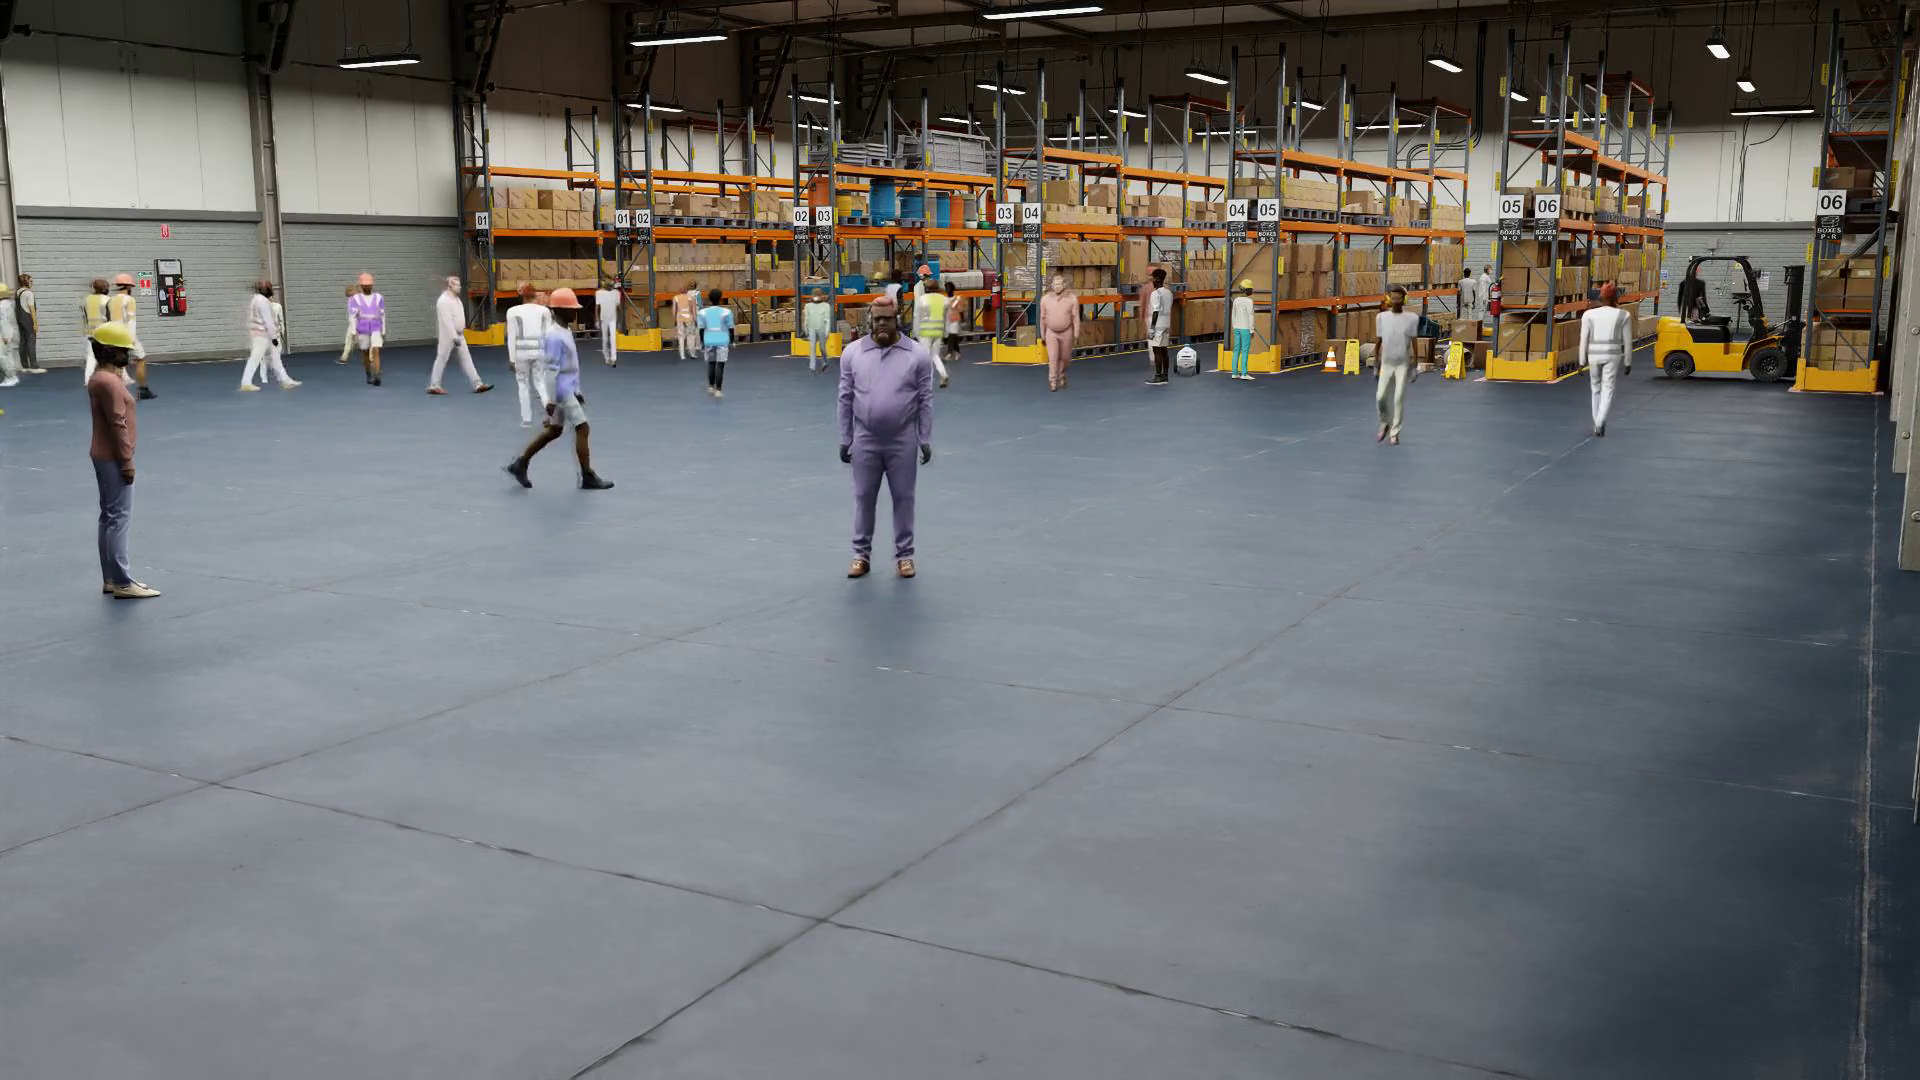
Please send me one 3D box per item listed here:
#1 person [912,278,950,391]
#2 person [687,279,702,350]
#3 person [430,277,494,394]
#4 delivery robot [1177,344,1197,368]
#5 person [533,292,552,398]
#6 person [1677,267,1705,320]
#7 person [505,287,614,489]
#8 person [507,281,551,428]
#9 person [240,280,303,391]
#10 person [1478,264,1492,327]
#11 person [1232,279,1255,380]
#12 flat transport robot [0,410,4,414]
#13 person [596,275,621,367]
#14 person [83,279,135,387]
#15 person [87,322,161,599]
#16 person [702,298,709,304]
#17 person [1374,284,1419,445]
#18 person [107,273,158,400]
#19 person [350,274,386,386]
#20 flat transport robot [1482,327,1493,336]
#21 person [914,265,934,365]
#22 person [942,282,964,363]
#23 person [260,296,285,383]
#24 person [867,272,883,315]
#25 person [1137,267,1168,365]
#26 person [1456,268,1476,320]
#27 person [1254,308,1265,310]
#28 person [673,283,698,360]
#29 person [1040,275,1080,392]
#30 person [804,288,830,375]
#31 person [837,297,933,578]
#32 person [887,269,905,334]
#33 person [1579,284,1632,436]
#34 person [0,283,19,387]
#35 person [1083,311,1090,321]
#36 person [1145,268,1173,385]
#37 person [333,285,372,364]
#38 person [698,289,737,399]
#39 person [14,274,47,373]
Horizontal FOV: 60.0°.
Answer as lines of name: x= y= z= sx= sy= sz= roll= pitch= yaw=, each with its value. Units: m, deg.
person: x=-0.477 y=-3.299 z=26.783 sx=0.630 sy=1.828 sz=0.475 roll=-7 pitch=12 yaw=-37
person: x=-6.178 y=-5.224 z=38.585 sx=0.517 sy=1.645 sz=0.308 roll=6 pitch=11 yaw=32
person: x=-7.926 y=-3.204 z=26.161 sx=1.016 sy=1.849 sz=0.656 roll=1 pitch=10 yaw=9
delivery robot: x=4.180 y=-3.369 z=30.632 sx=0.477 sy=0.478 sz=0.707 roll=2 pitch=10 yaw=9
person: x=-6.318 y=-2.944 z=25.271 sx=0.268 sy=1.631 sz=0.507 roll=-5 pitch=11 yaw=-28
person: x=18.026 y=-5.784 z=41.008 sx=0.611 sy=1.945 sz=1.045 roll=4 pitch=10 yaw=22
person: x=-3.775 y=-1.400 z=15.485 sx=0.952 sy=1.898 sz=0.541 roll=-1 pitch=10 yaw=-8
person: x=-5.383 y=-2.315 z=20.931 sx=0.582 sy=1.861 sz=0.752 roll=-6 pitch=12 yaw=-33
person: x=-11.281 y=-3.319 z=27.028 sx=0.974 sy=1.787 sz=0.647 roll=-5 pitch=11 yaw=-27
person: x=15.144 y=-6.973 z=47.967 sx=0.352 sy=1.936 sz=0.635 roll=4 pitch=10 yaw=22
person: x=5.016 y=-3.703 z=29.326 sx=0.326 sy=1.765 sz=0.533 roll=-5 pitch=11 yaw=-29
flat transport robot: x=-13.641 y=-1.731 z=22.150 sx=0.652 sy=0.197 sz=1.431 roll=7 pitch=12 yaw=37
person: x=-6.928 y=-4.320 z=32.806 sx=0.506 sy=1.821 sz=1.028 roll=-2 pitch=10 yaw=-13
person: x=-14.294 y=-3.445 z=27.749 sx=0.639 sy=1.797 sz=0.945 roll=3 pitch=10 yaw=17
person: x=-5.369 y=-0.505 z=10.617 sx=0.318 sy=1.764 sz=0.522 roll=-8 pitch=12 yaw=-38
person: x=-6.697 y=-6.054 z=43.088 sx=0.533 sy=1.767 sz=0.326 roll=7 pitch=12 yaw=36
person: x=5.025 y=-2.008 z=19.152 sx=0.519 sy=1.858 sz=0.381 roll=3 pitch=10 yaw=20
person: x=-12.486 y=-3.052 z=25.063 sx=0.558 sy=1.909 sz=0.739 roll=4 pitch=10 yaw=21
person: x=-10.003 y=-3.554 z=28.123 sx=0.567 sy=1.883 sz=1.013 roll=-4 pitch=10 yaw=-22
flat transport robot: x=14.136 y=-5.712 z=45.458 sx=0.652 sy=0.197 sz=1.431 roll=-4 pitch=10 yaw=-22
person: x=-0.715 y=-4.452 z=33.036 sx=0.381 sy=1.994 sz=0.613 roll=3 pitch=10 yaw=19
person: x=-0.155 y=-4.498 z=34.310 sx=0.548 sy=1.656 sz=0.878 roll=6 pitch=11 yaw=31
person: x=-11.856 y=-3.502 z=28.538 sx=0.510 sy=1.635 sz=0.311 roll=-9 pitch=13 yaw=-42
person: x=-2.037 y=-5.691 z=40.916 sx=0.600 sy=1.788 sz=0.931 roll=4 pitch=11 yaw=25
person: x=3.868 y=-4.469 z=33.282 sx=0.646 sy=1.955 sz=0.572 roll=0 pitch=10 yaw=-3
person: x=13.600 y=-6.372 z=44.690 sx=0.509 sy=1.860 sz=0.333 roll=2 pitch=10 yaw=14
person: x=6.506 y=-5.147 z=37.039 sx=0.616 sy=2.024 sz=0.845 roll=5 pitch=11 yaw=26
person: x=-5.749 y=-4.581 z=34.909 sx=0.540 sy=1.608 sz=0.728 roll=1 pitch=10 yaw=6
person: x=1.621 y=-3.360 z=27.018 sx=0.650 sy=1.879 sz=0.876 roll=1 pitch=10 yaw=3
person: x=-2.624 y=-3.864 z=30.731 sx=0.504 sy=1.605 sz=0.709 roll=1 pitch=10 yaw=5
person: x=-0.512 y=-0.687 z=11.263 sx=0.651 sy=1.904 sz=0.403 roll=0 pitch=10 yaw=2
person: x=-1.433 y=-4.914 z=36.032 sx=0.649 sy=1.902 sz=0.600 roll=-5 pitch=11 yaw=-29
person: x=7.868 y=-2.198 z=20.299 sx=0.585 sy=1.849 sz=0.949 roll=5 pitch=11 yaw=28
person: x=-15.961 y=-3.415 z=27.728 sx=0.347 sy=1.737 sz=0.504 roll=-4 pitch=10 yaw=-21
person: x=3.697 y=-7.479 z=51.047 sx=0.884 sy=1.903 sz=0.647 roll=-6 pitch=12 yaw=-33
person: x=3.376 y=-3.615 z=28.222 sx=0.361 sy=1.964 sz=0.617 roll=6 pitch=12 yaw=33
person: x=-12.219 y=-4.315 z=33.398 sx=0.814 sy=1.595 sz=0.521 roll=1 pitch=10 yaw=8
person: x=-3.712 y=-3.019 z=25.586 sx=0.541 sy=1.676 sz=0.641 roll=1 pitch=10 yaw=8
person: x=-17.352 y=-4.021 z=30.950 sx=0.506 sy=1.846 sz=0.351 roll=5 pitch=11 yaw=28
